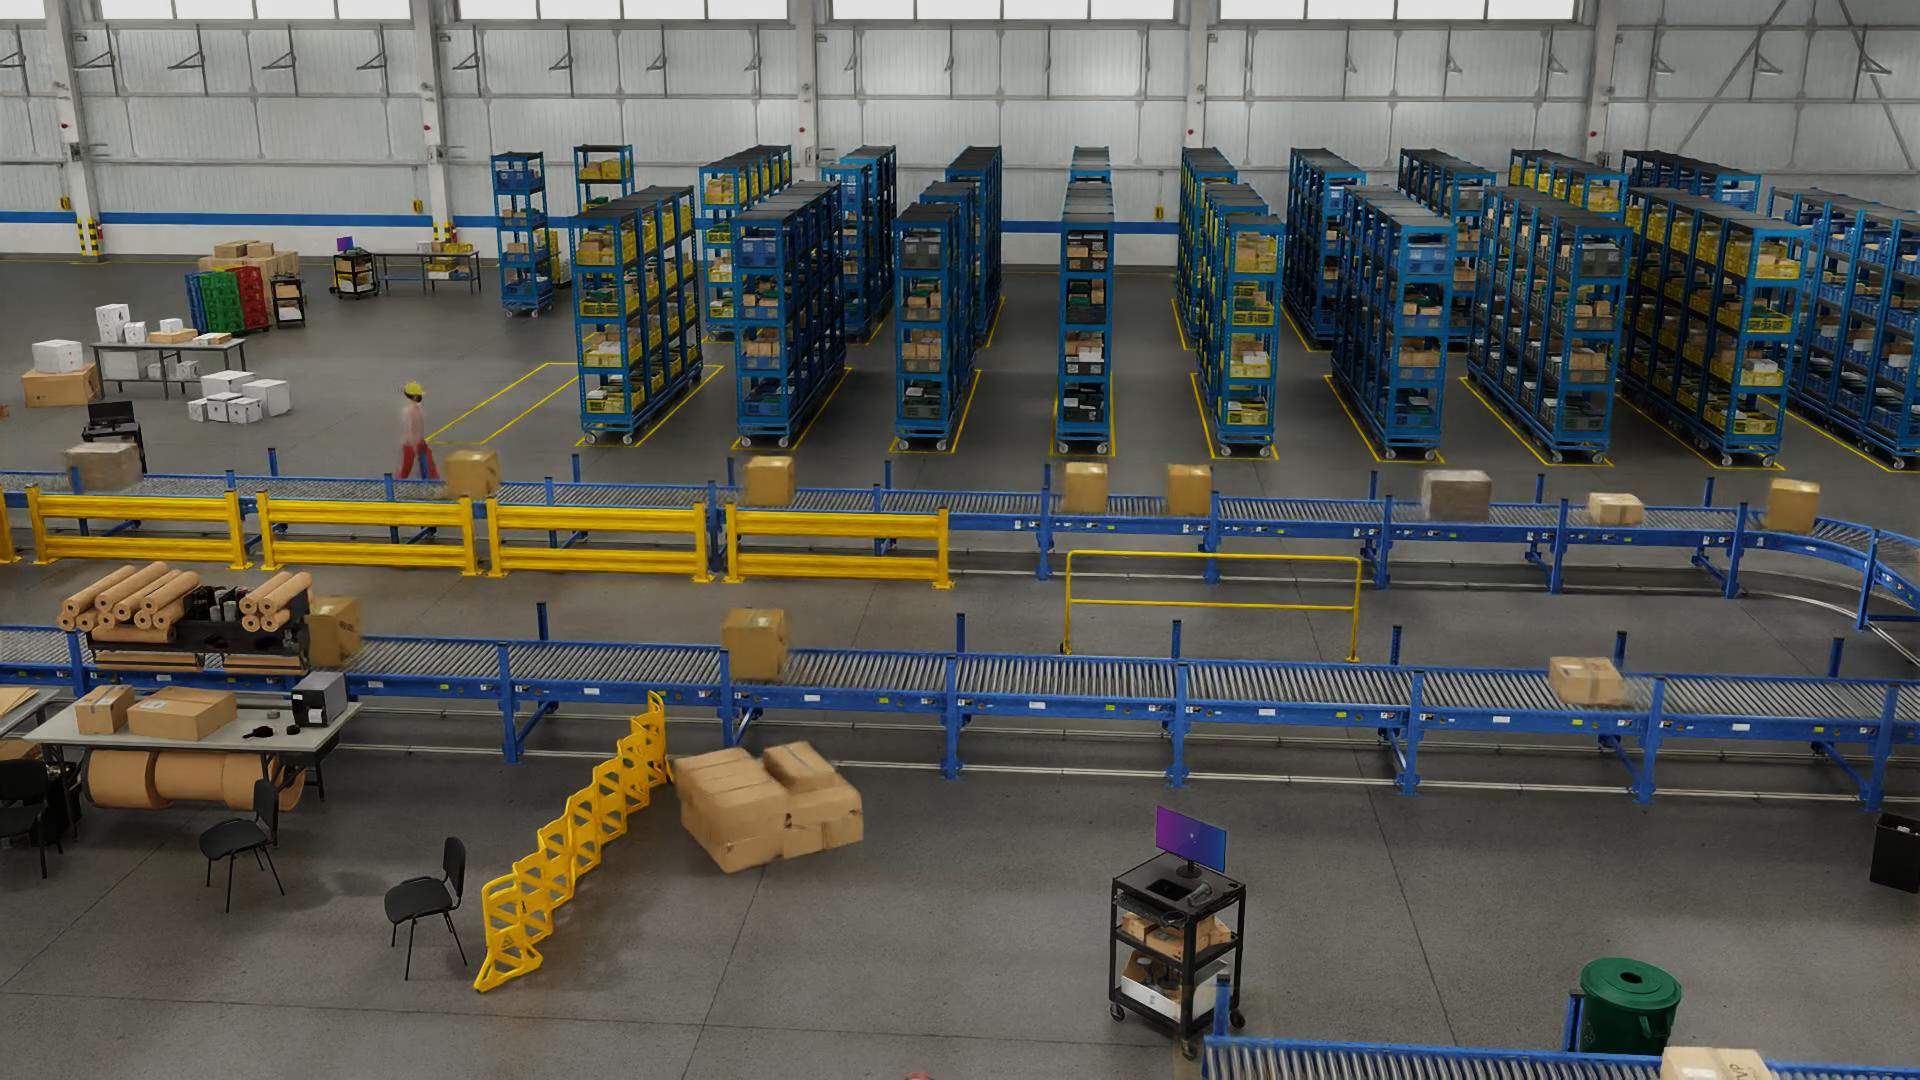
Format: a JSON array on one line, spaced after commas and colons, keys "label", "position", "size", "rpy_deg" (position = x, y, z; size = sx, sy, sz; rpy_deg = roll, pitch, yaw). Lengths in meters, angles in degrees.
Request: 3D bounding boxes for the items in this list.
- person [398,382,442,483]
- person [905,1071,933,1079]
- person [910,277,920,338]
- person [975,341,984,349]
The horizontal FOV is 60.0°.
[{"label": "person", "position": [-7.458, -1.334, 22.967], "size": [0.895, 1.713, 0.549], "rpy_deg": [3, 18, 10]}, {"label": "person", "position": [-0.173, 3.327, 7.928], "size": [0.677, 1.871, 0.907], "rpy_deg": [4, 18, 13]}, {"label": "person", "position": [-0.748, -4.309, 31.963], "size": [0.373, 1.996, 0.621], "rpy_deg": [15, 23, 39]}, {"label": "person", "position": [-0.019, -4.685, 33.520], "size": [0.943, 1.779, 0.613], "rpy_deg": [1, 18, 4]}]
